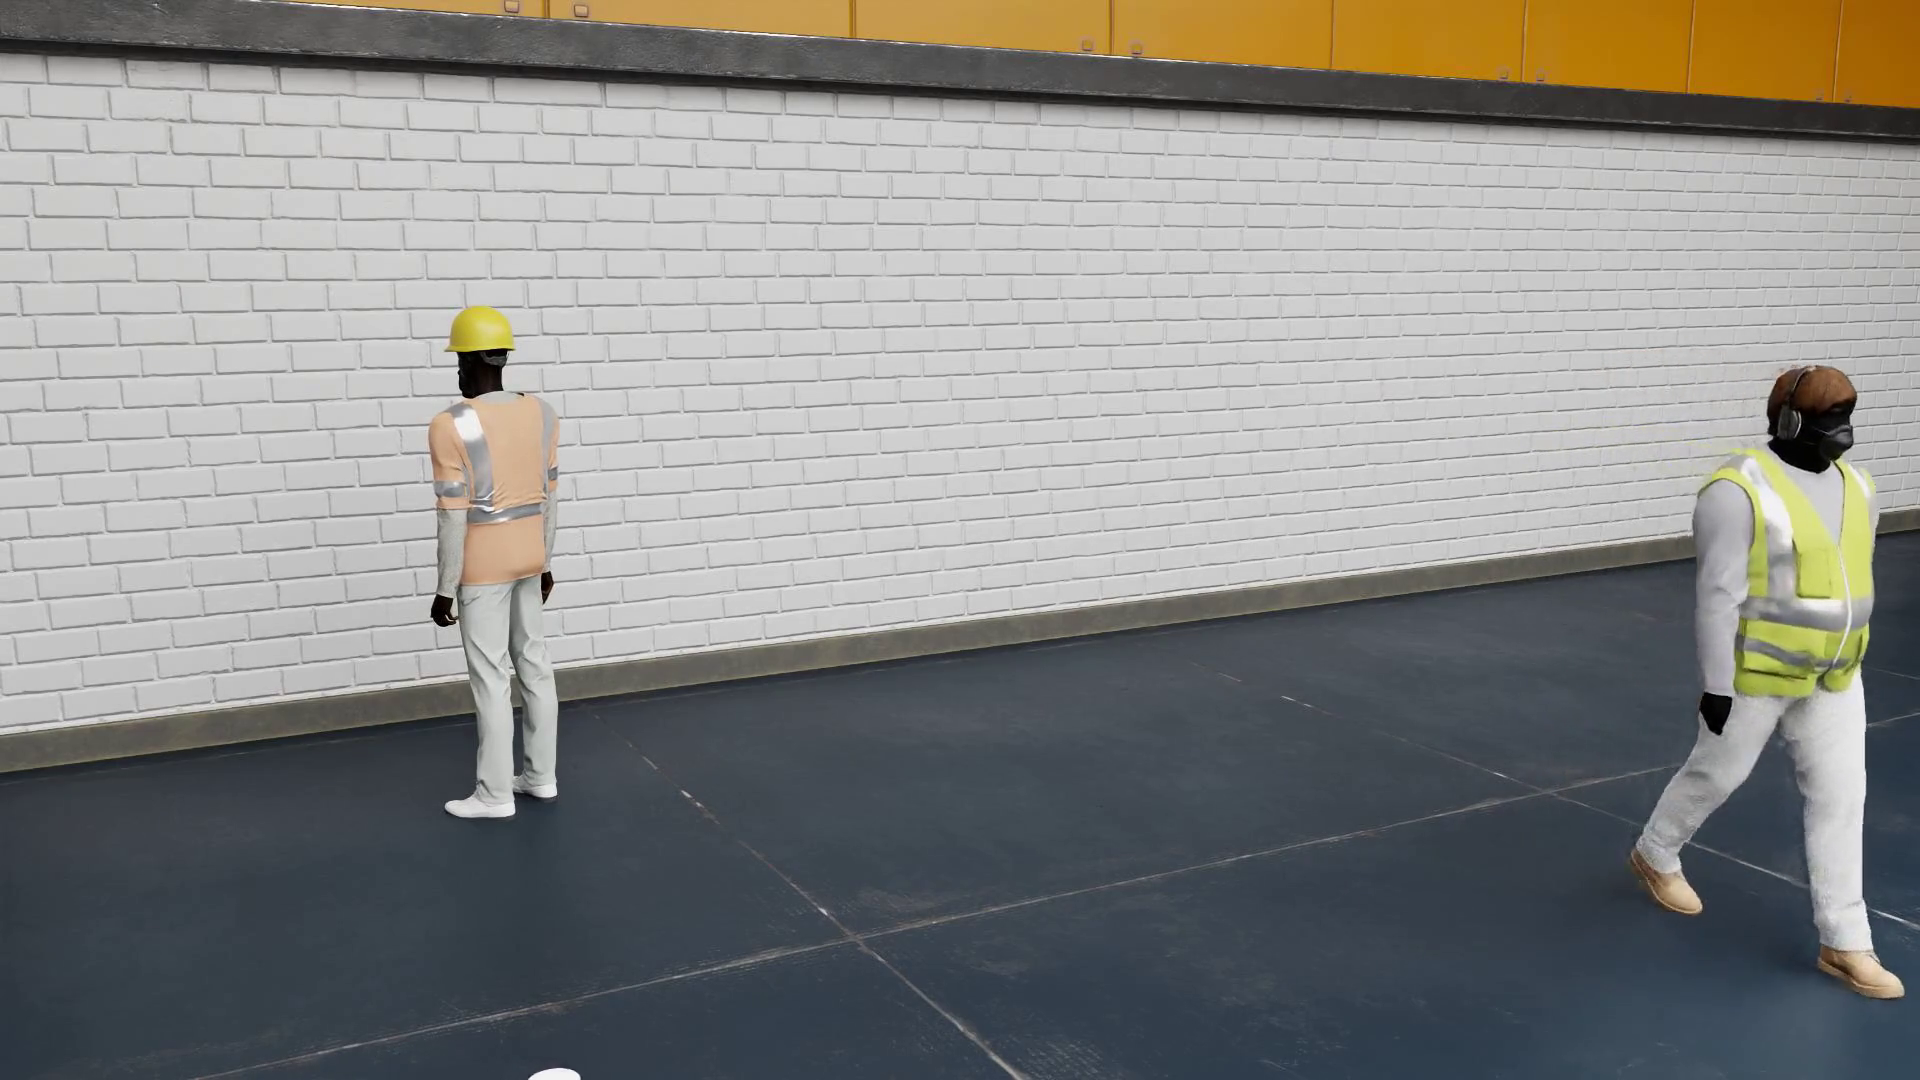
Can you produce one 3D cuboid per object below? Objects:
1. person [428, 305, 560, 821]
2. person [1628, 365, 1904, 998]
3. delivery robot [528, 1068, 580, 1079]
[{"bbox_3d":[-1.747,0.092,6.243,0.366,1.927,0.588,5,11,29],"label":"person"},{"bbox_3d":[2.450,0.365,5.022,0.632,1.803,0.949,-3,10,-17],"label":"person"},{"bbox_3d":[-0.772,1.260,3.192,0.707,0.478,0.477,3,10,15],"label":"delivery robot"}]
